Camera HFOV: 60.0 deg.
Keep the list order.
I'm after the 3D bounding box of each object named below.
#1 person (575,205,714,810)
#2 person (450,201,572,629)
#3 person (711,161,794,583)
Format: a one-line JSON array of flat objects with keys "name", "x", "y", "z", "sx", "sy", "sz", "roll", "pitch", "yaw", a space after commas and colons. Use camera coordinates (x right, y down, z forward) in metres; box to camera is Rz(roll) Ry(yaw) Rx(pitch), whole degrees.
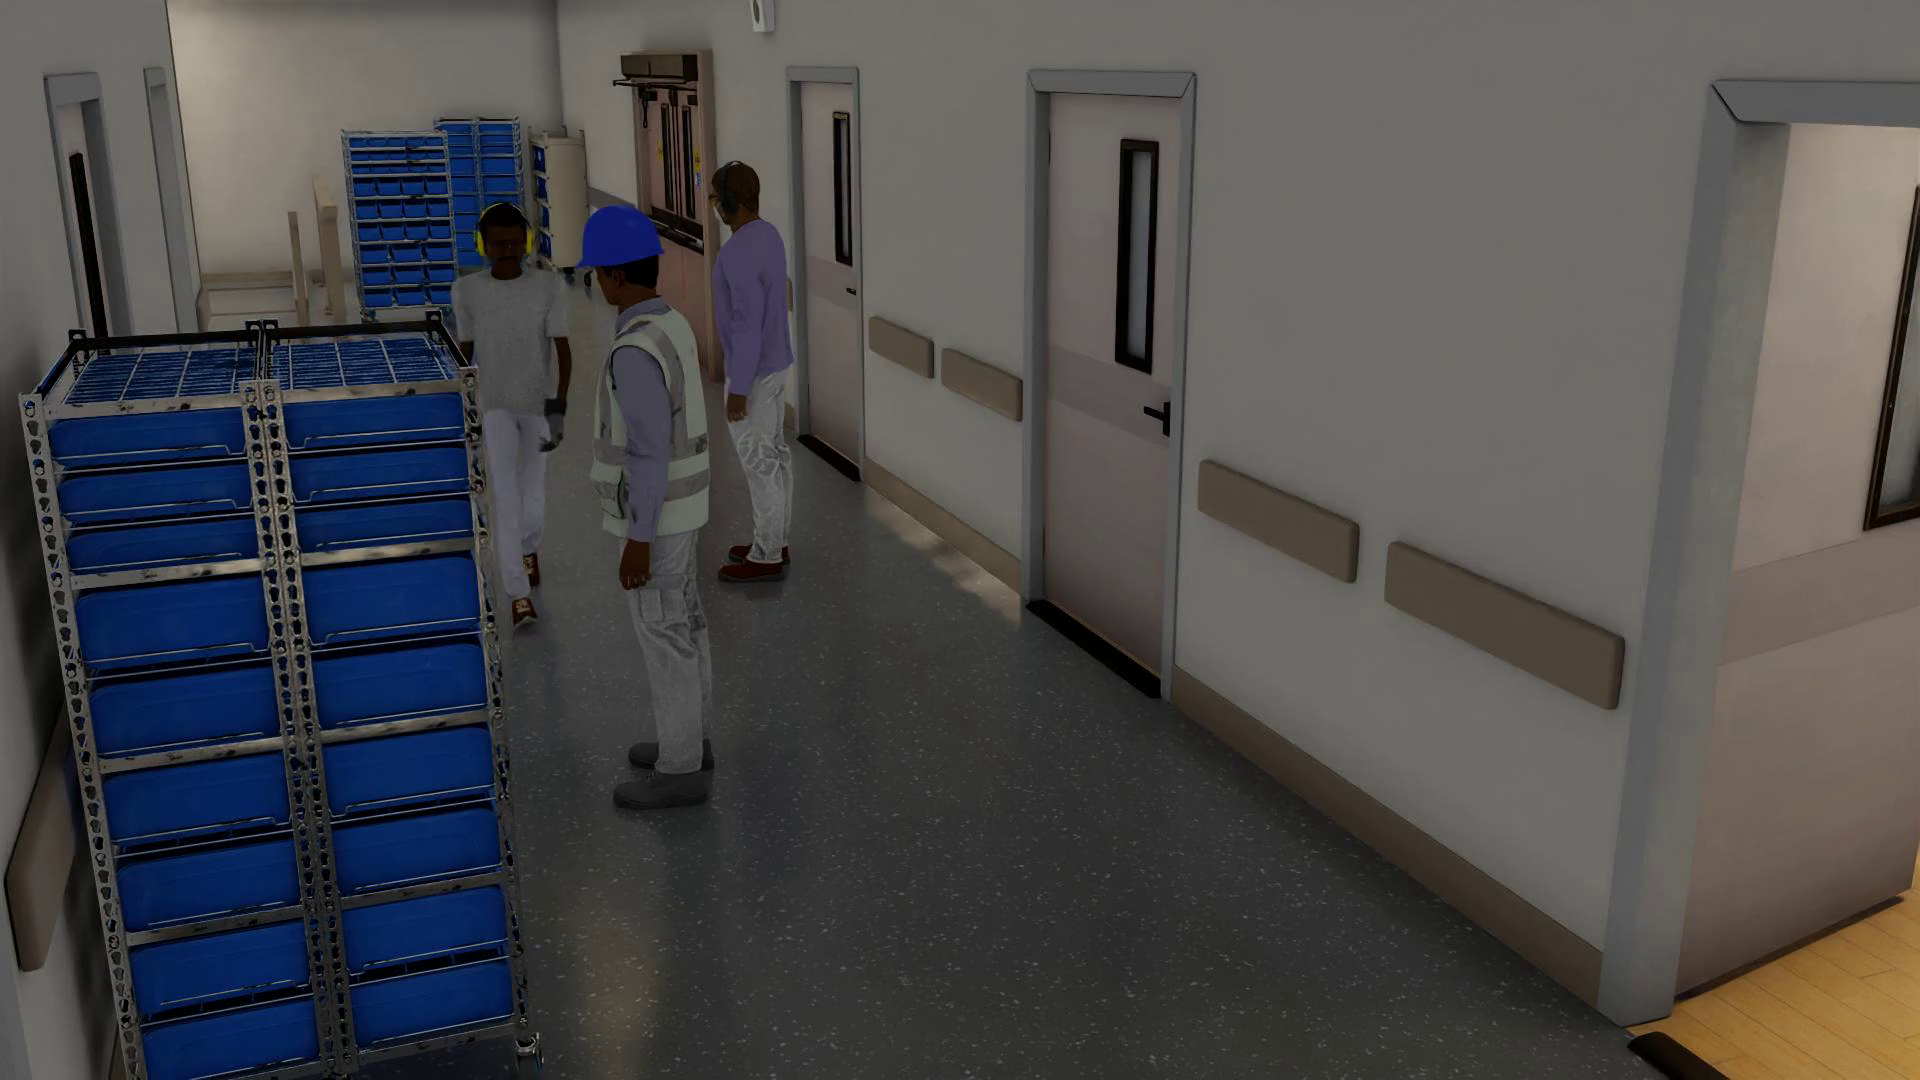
[{"name": "person", "x": -0.996, "y": -0.090, "z": 5.343, "sx": 0.404, "sy": 1.939, "sz": 0.615, "roll": 0, "pitch": 16, "yaw": 0}, {"name": "person", "x": -1.939, "y": -0.567, "z": 7.272, "sx": 0.481, "sy": 1.808, "sz": 1.058, "roll": -6, "pitch": 17, "yaw": -18}, {"name": "person", "x": -0.962, "y": -0.759, "z": 7.674, "sx": 0.375, "sy": 1.936, "sz": 0.627, "roll": 2, "pitch": 16, "yaw": 6}]
